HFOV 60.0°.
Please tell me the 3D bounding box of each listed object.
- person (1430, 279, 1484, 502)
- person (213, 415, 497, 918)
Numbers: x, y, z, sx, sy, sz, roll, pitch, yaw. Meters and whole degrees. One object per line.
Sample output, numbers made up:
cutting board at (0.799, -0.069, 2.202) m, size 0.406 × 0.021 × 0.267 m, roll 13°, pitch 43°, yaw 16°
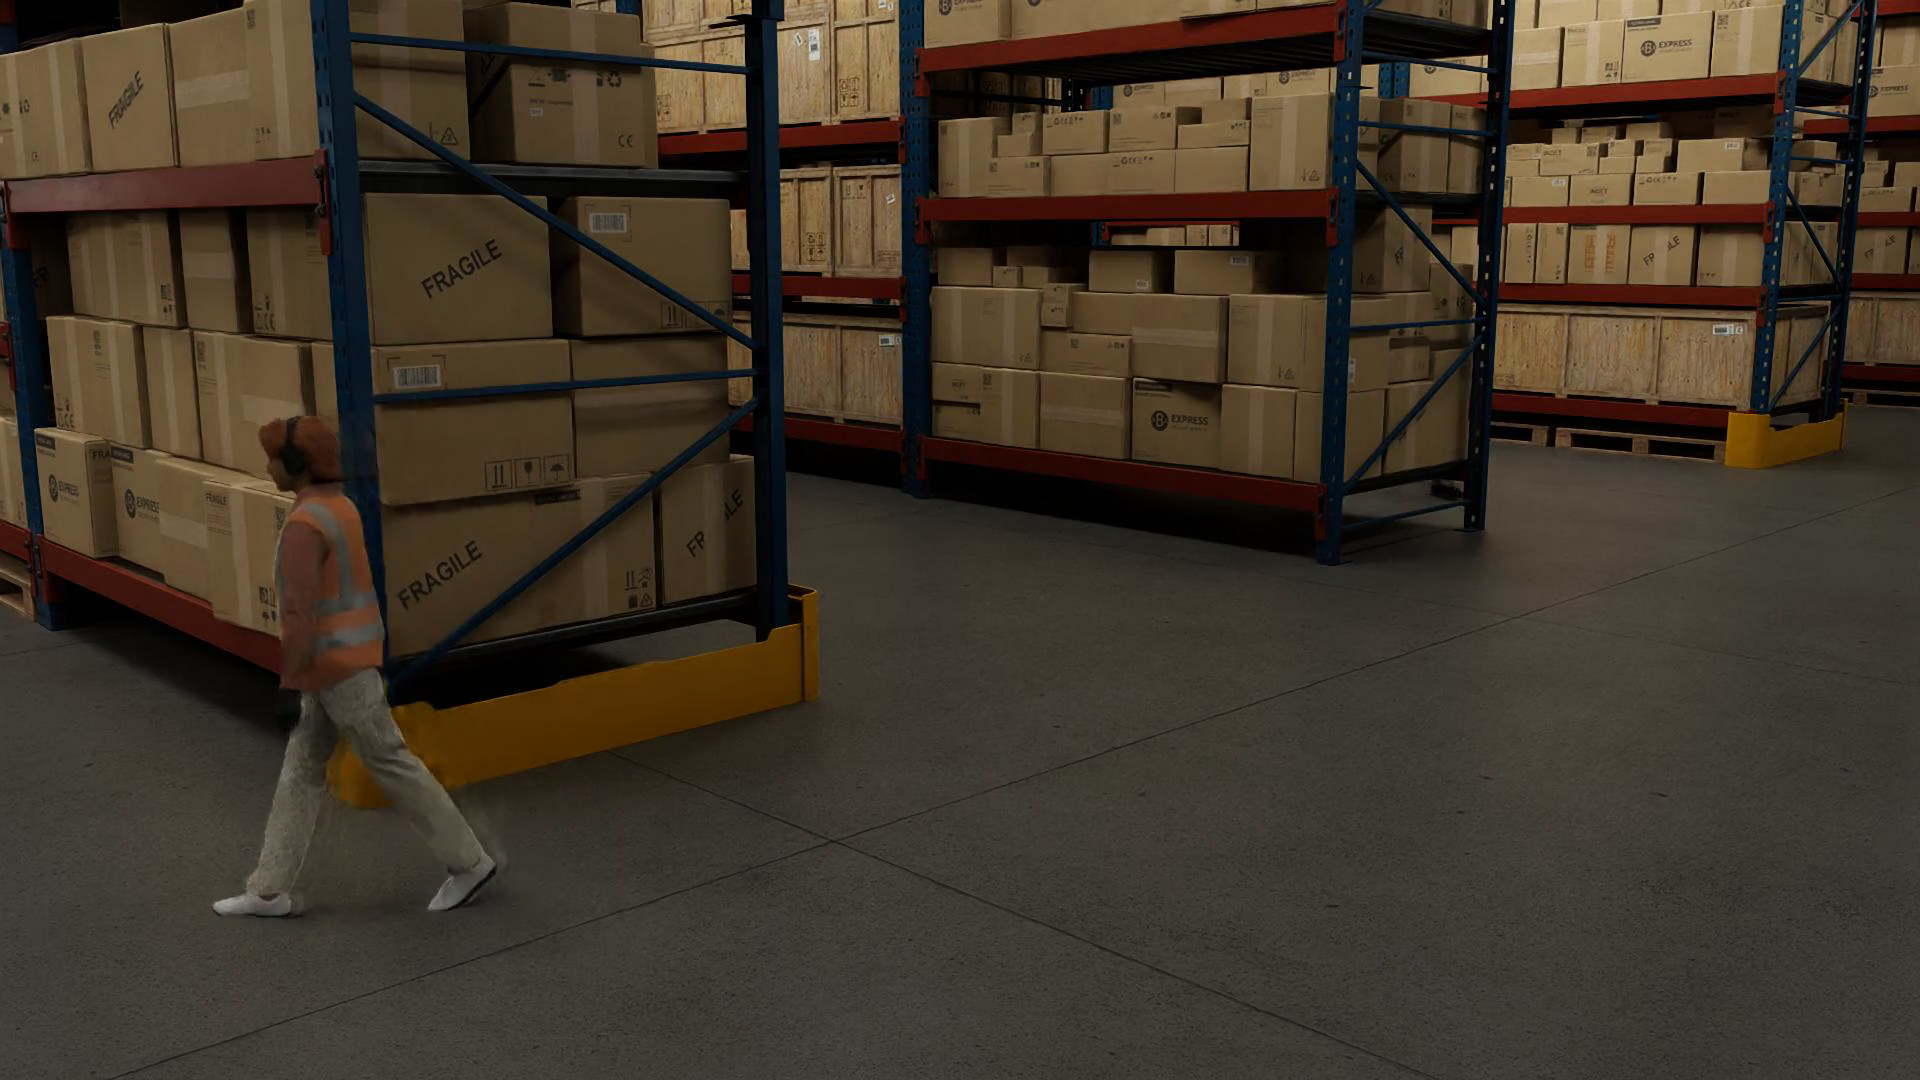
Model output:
person at (4.028, -1.204, 13.322) m, size 0.627 × 1.810 × 0.640 m, roll -7°, pitch 12°, yaw -33°
person at (-1.896, 0.405, 5.170) m, size 0.864 × 1.590 × 0.586 m, roll -2°, pitch 11°, yaw -10°
